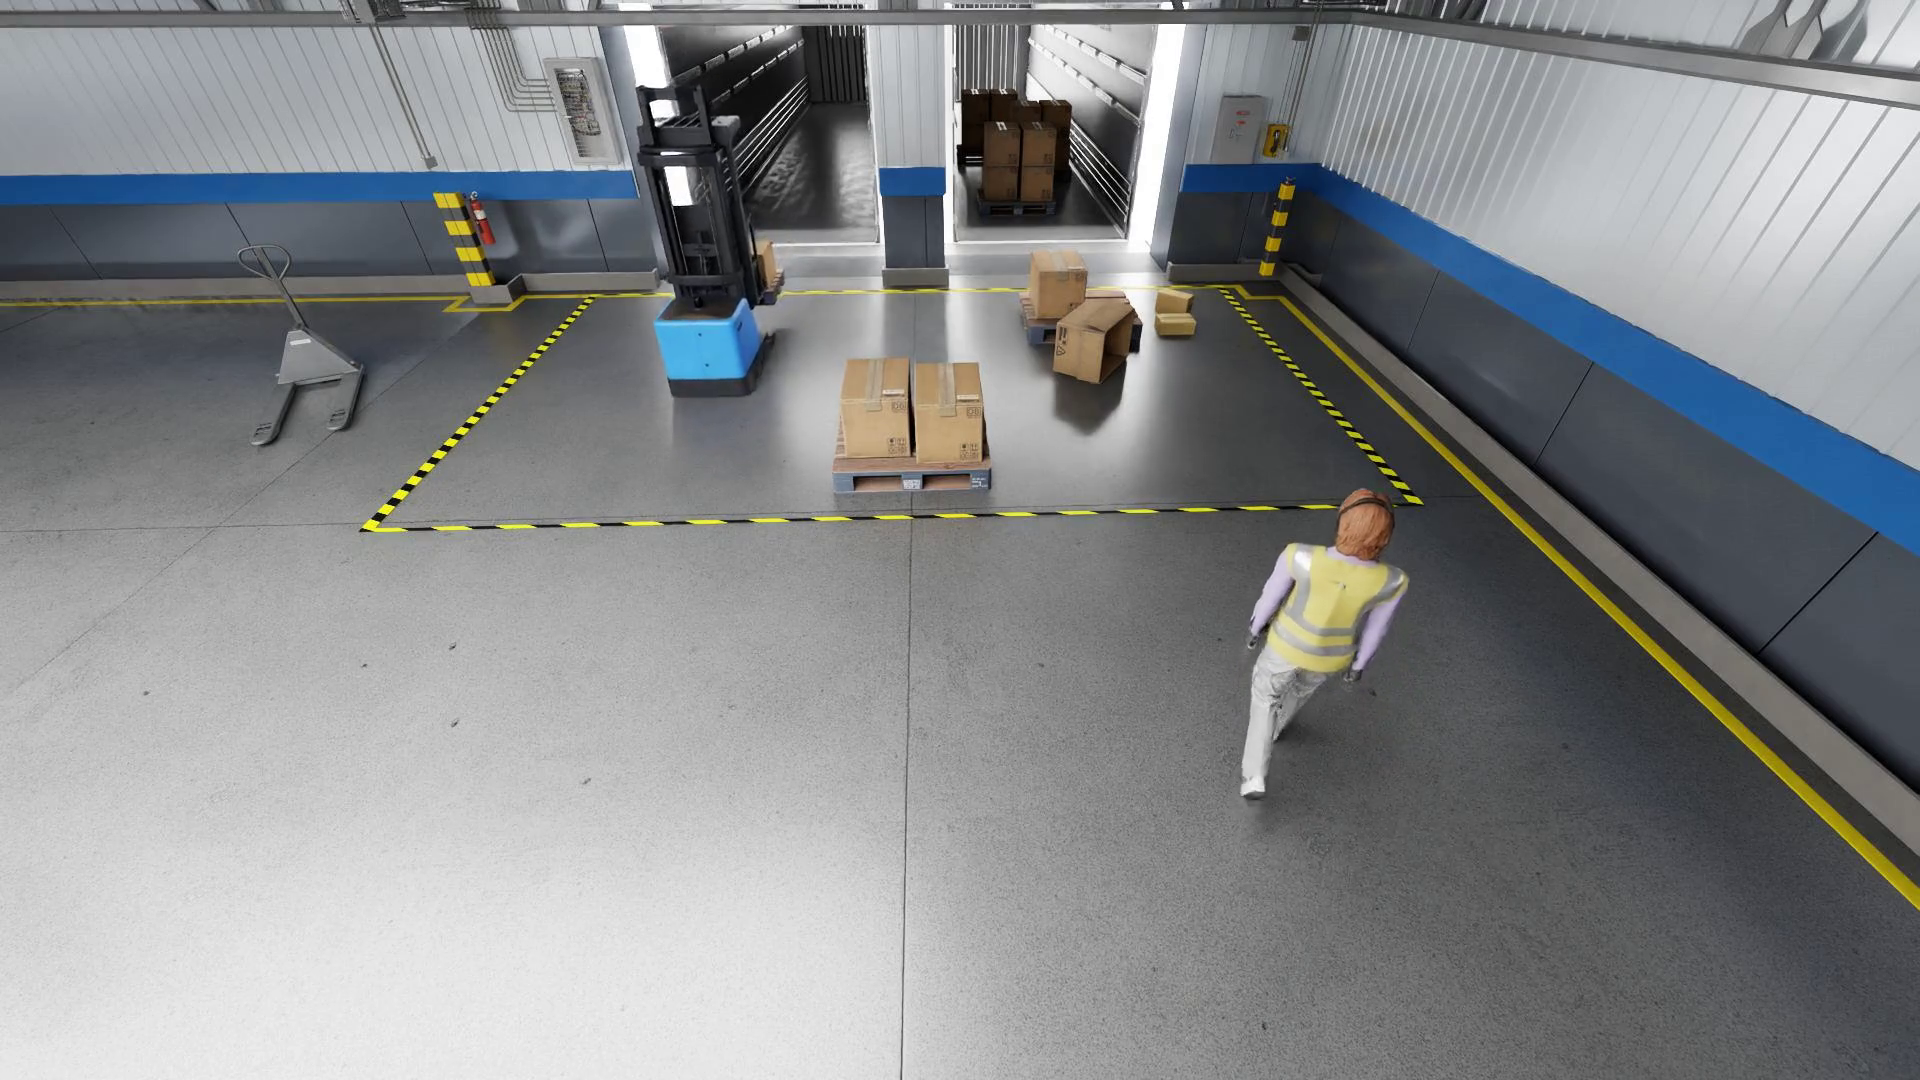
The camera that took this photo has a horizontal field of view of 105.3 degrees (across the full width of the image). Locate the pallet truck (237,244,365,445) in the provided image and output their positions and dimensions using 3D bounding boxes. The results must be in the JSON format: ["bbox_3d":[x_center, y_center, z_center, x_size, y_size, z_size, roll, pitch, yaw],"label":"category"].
[{"bbox_3d":[-5.915,-1.733,6.366,0.680,1.201,1.601,-18,42,-21],"label":"pallet truck"}]

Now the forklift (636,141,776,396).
[{"bbox_3d":[-2.315,-2.349,6.496,0.716,2.013,0.776,-1,38,-1],"label":"forklift"}]

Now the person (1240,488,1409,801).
[{"bbox_3d":[1.537,0.502,3.244,0.519,1.607,0.767,12,40,15],"label":"person"}]
